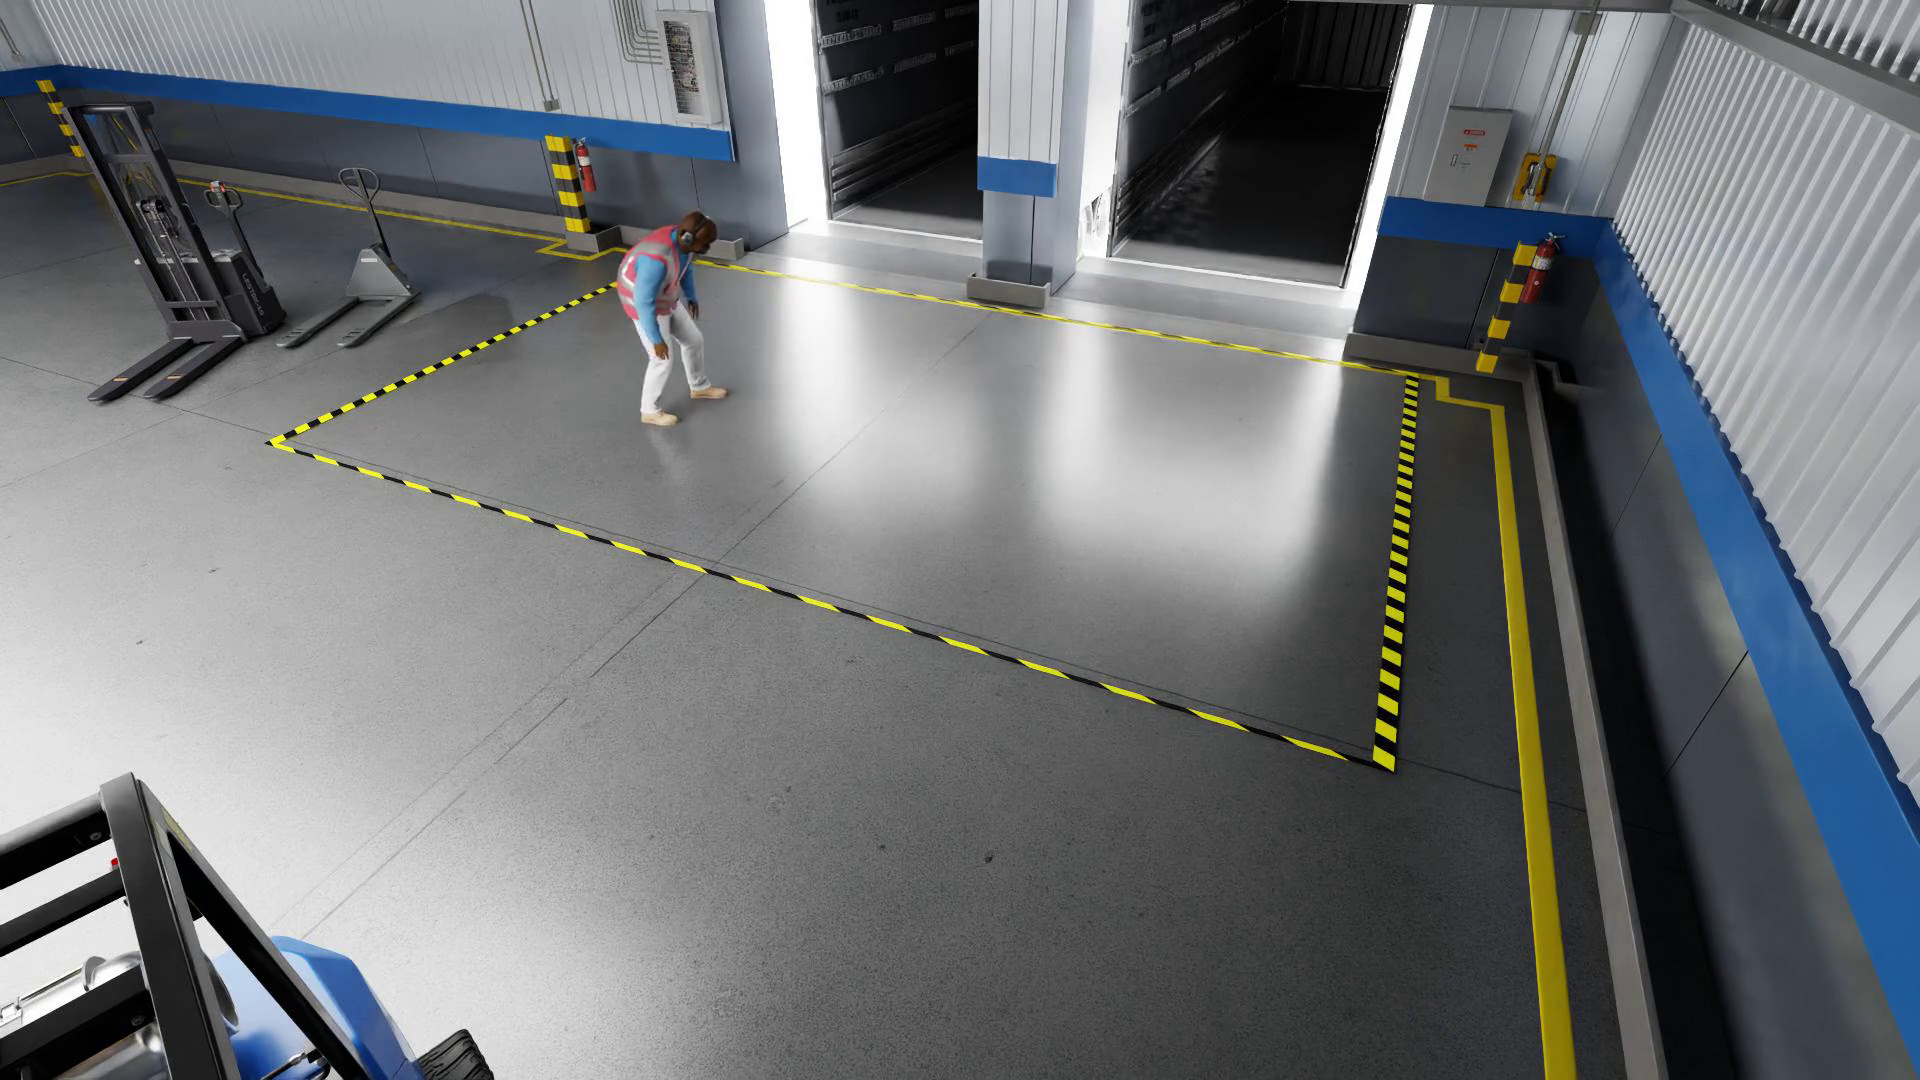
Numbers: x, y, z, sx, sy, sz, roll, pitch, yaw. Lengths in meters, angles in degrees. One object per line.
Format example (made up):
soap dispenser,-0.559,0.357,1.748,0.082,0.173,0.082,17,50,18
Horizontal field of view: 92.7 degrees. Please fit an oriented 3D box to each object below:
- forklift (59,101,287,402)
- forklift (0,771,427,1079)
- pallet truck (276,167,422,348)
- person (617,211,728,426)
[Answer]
forklift,-6.686,-2.387,7.434,0.823,1.965,1.885,-3,35,-5
forklift,-1.292,1.609,1.408,1.157,2.036,2.680,-29,44,-35
pallet truck,-5.732,-2.611,8.414,0.680,1.201,1.601,-1,35,-1
person,-2.057,-1.632,6.741,0.785,1.568,0.817,3,35,4
